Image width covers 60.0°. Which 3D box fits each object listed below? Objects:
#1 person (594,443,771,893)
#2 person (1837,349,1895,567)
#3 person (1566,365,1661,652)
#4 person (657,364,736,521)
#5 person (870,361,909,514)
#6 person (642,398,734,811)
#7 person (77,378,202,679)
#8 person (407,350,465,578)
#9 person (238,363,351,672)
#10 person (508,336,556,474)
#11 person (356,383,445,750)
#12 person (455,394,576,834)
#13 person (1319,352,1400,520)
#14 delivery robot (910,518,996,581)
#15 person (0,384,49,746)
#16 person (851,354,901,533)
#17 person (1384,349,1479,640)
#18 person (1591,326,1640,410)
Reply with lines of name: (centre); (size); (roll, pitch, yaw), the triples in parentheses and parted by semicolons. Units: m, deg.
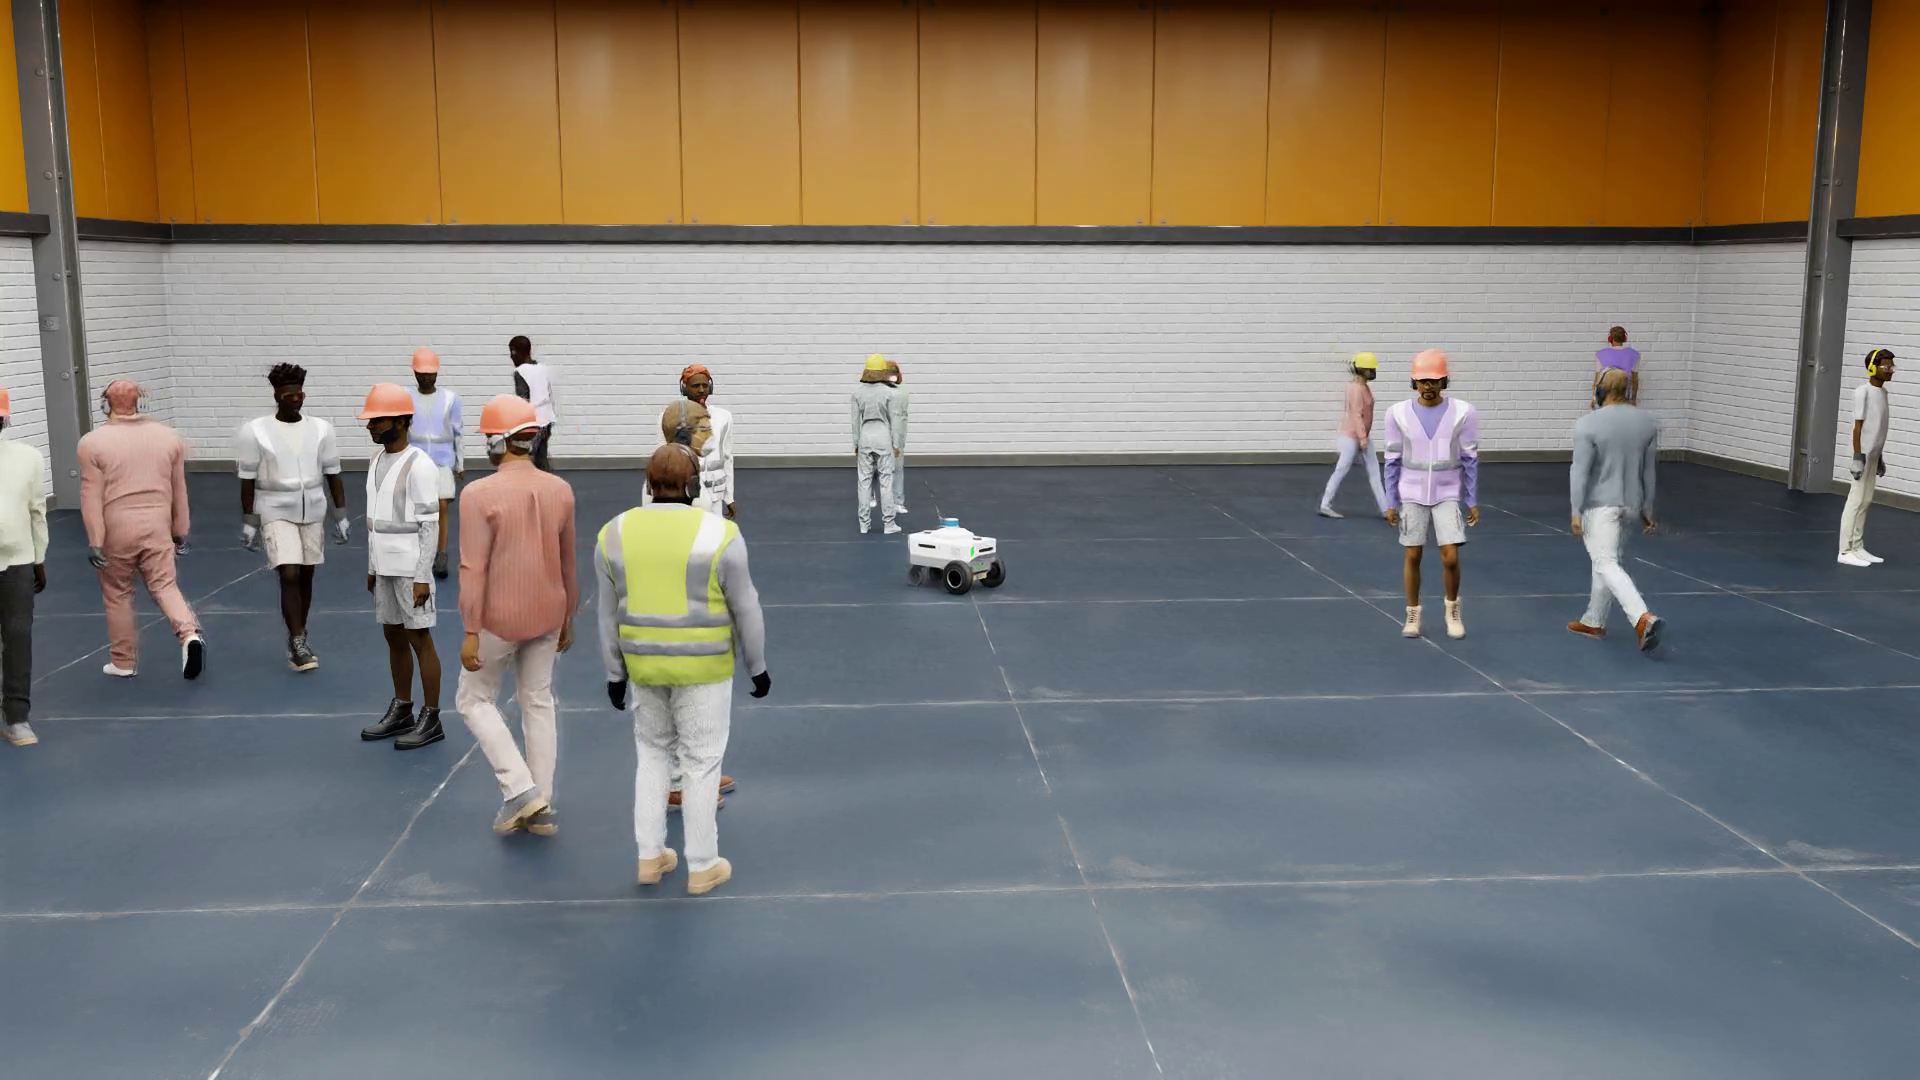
person: (-1.121, 0.523, 6.715); (0.644, 1.837, 0.453); (3, 9, 16)
person: (7.863, -0.714, 14.378); (0.512, 1.872, 0.330); (-8, 12, -40)
person: (4.423, -0.210, 11.138); (0.636, 1.909, 0.912); (-3, 10, -18)
person: (-1.839, -0.291, 11.681); (0.575, 1.882, 0.355); (-6, 11, -33)
person: (-0.789, -1.109, 17.654); (0.493, 1.605, 0.778); (-3, 10, -20)
person: (-1.295, 0.305, 7.789); (0.384, 1.936, 0.633); (-1, 9, -3)
person: (-5.020, -0.051, 10.209); (0.819, 1.881, 0.656); (7, 12, 38)
person: (-4.427, -0.640, 13.867); (0.568, 1.883, 0.985); (-3, 9, -16)
person: (-4.153, -0.138, 10.514); (0.789, 1.940, 0.634); (9, 13, 44)
person: (-4.396, -1.182, 17.309); (0.399, 1.883, 0.847); (1, 9, 8)
person: (-2.979, 0.137, 8.821); (0.545, 1.938, 0.357); (7, 11, 38)
person: (-1.977, 0.343, 7.390); (0.434, 1.979, 0.657); (7, 11, 37)
person: (4.105, -1.046, 16.930); (0.922, 1.711, 0.549); (5, 10, 29)
delivery robot: (-0.064, 0.071, 13.272); (0.707, 0.478, 0.477); (8, 12, 39)
person: (-5.294, 0.094, 9.033); (0.621, 1.963, 0.888); (-8, 12, -41)
person: (-0.809, -0.932, 16.138); (0.483, 1.745, 0.299); (3, 9, 15)
person: (3.204, -0.295, 11.333); (0.645, 2.014, 0.555); (3, 9, 15)
person: (8.499, -1.847, 21.574); (0.572, 1.840, 0.373); (0, 9, 2)
